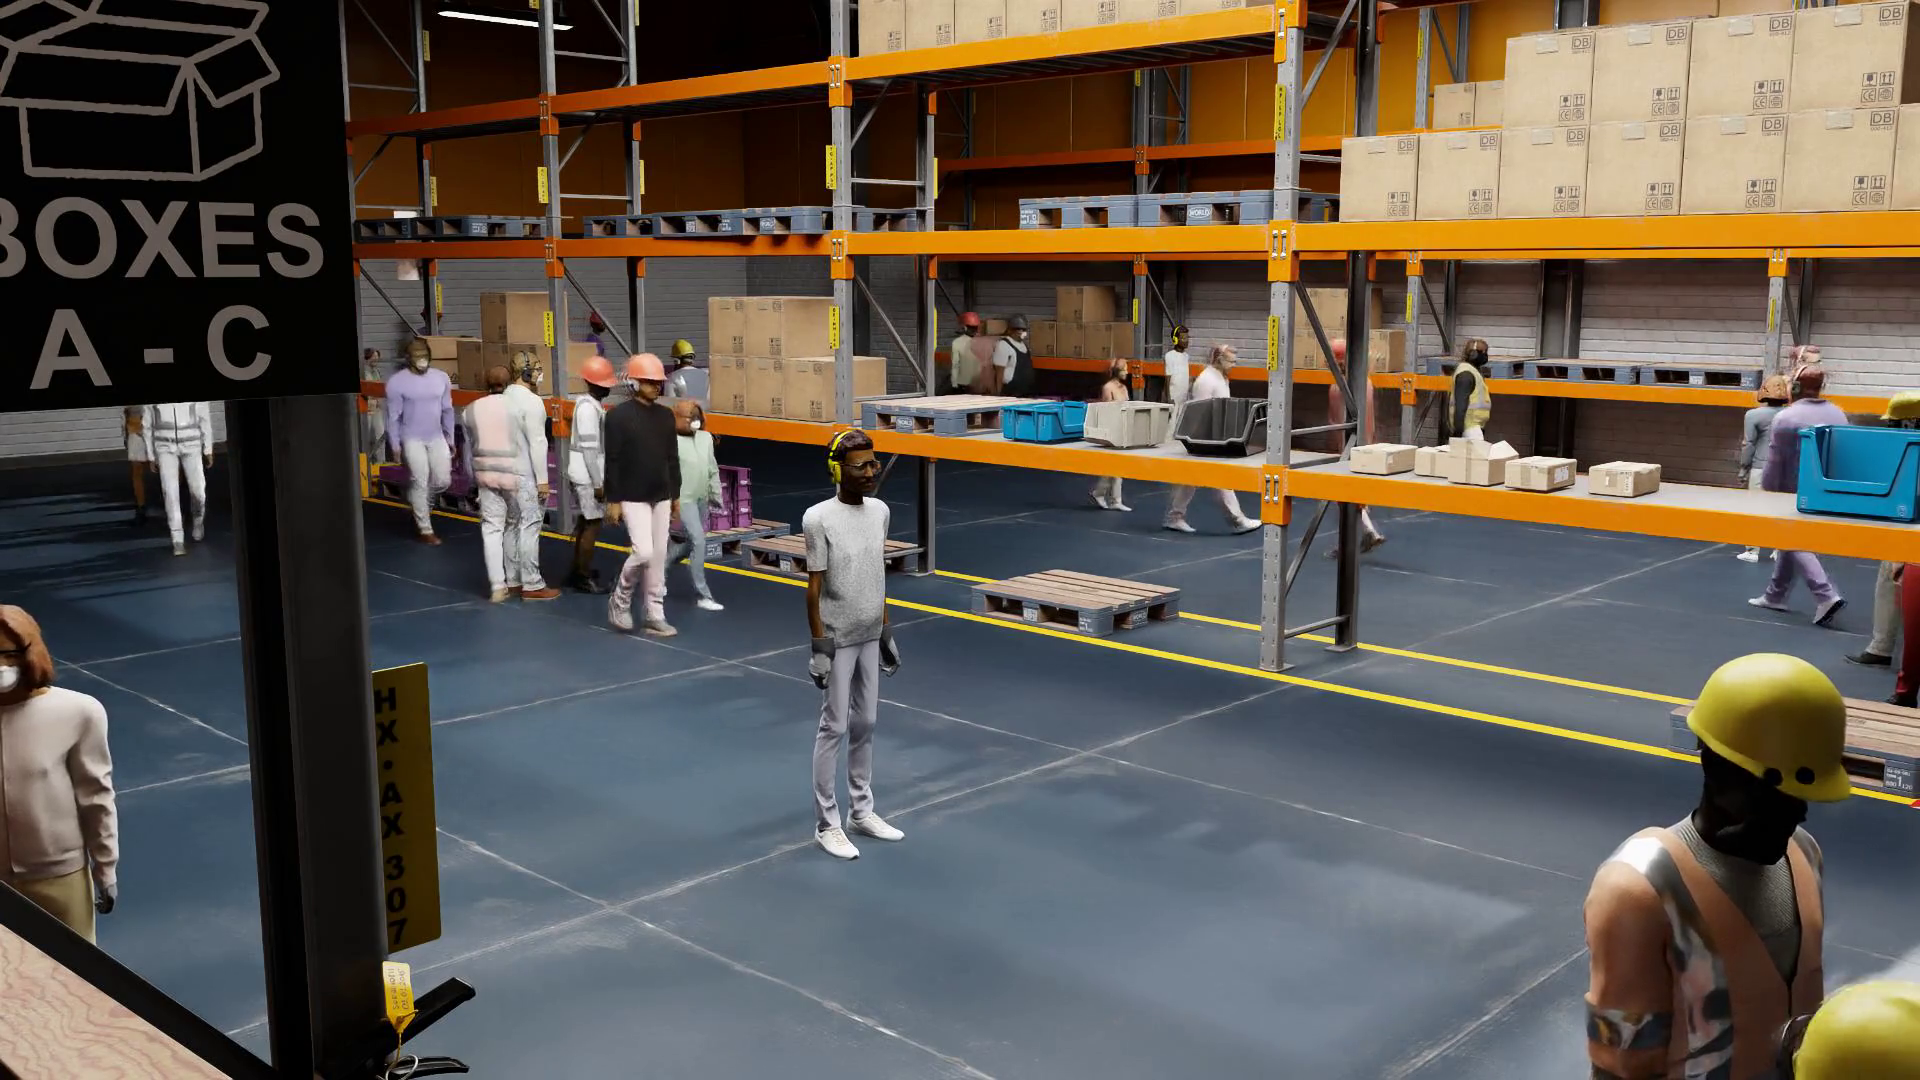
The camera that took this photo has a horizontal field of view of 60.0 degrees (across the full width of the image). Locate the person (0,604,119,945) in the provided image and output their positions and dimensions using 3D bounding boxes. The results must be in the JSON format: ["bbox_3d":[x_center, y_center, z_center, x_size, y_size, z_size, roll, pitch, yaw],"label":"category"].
[{"bbox_3d":[-2.695,0.978,4.793,0.497,1.625,0.280,-3,10,-20],"label":"person"}]

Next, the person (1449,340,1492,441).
[{"bbox_3d":[5.539,-1.215,17.680,0.849,1.804,0.655,4,10,23],"label":"person"}]

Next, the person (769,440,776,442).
[{"bbox_3d":[-2.475,-2.395,24.576,1.017,1.911,0.608,2,9,11],"label":"person"}]

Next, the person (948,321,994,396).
[{"bbox_3d":[0.084,-2.166,23.326,0.895,1.874,0.648,6,11,35],"label":"person"}]

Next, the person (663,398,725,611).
[{"bbox_3d":[-2.087,-0.284,12.582,0.698,1.604,0.508,6,11,31],"label":"person"}]

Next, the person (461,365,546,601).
[{"bbox_3d":[-3.521,-0.455,12.987,0.645,1.816,0.721,1,9,7],"label":"person"}]

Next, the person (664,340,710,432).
[{"bbox_3d":[-2.866,-1.175,17.385,0.403,1.823,0.594,7,12,38],"label":"person"}]

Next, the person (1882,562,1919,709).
[{"bbox_3d":[5.499,0.159,9.386,0.328,1.765,0.528,-4,10,-22],"label":"person"}]

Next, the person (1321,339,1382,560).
[{"bbox_3d":[3.371,-0.775,14.519,0.643,1.956,0.449,-9,13,-42],"label":"person"}]

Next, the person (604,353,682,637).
[{"bbox_3d":[-2.178,-0.304,11.543,0.440,1.983,0.639,7,12,37],"label":"person"}]

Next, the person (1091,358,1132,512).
[{"bbox_3d":[1.646,-1.098,17.485,0.356,1.624,0.541,5,10,26],"label":"person"}]

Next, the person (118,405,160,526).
[{"bbox_3d":[-8.170,-1.116,16.780,0.546,1.910,0.721,-1,9,-7],"label":"person"}]

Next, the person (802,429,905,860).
[{"bbox_3d":[-0.462,0.448,7.306,0.328,1.867,0.514,7,12,38],"label":"person"}]

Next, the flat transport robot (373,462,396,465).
[{"bbox_3d":[-6.467,-0.828,20.001,1.431,0.197,0.652,-4,10,-22],"label":"flat transport robot"}]

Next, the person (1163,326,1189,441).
[{"bbox_3d":[2.669,-1.683,20.350,0.335,1.873,0.521,7,12,37],"label":"person"}]

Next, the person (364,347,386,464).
[{"bbox_3d":[-7.308,-1.559,20.366,0.655,1.610,0.525,2,10,13],"label":"person"}]

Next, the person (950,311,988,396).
[{"bbox_3d":[0.071,-2.197,23.169,0.642,1.976,0.628,-9,13,-43],"label":"person"}]

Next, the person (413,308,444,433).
[{"bbox_3d":[-7.794,-2.469,24.644,0.614,2.040,0.390,6,11,34],"label":"person"}]

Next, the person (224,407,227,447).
[{"bbox_3d":[-7.164,-1.110,16.915,0.594,1.857,0.857,-4,10,-22],"label":"person"}]

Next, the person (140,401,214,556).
[{"bbox_3d":[-7.070,-0.819,15.051,0.588,1.870,0.730,-4,10,-22],"label":"person"}]

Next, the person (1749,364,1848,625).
[{"bbox_3d":[6.166,-0.344,12.137,0.651,1.879,0.892,-3,10,-20],"label":"person"}]

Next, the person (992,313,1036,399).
[{"bbox_3d":[0.644,-2.045,22.052,0.961,2.000,0.676,5,10,26],"label":"person"}]

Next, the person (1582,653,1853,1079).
[{"bbox_3d":[1.332,1.130,2.965,0.588,1.916,0.392,-6,11,-34],"label":"person"}]

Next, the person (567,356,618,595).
[{"bbox_3d":[-2.911,-0.512,13.134,0.501,1.889,0.689,-1,9,-9],"label":"person"}]

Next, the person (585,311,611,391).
[{"bbox_3d":[-5.485,-2.524,25.388,0.733,1.912,0.555,0,9,3],"label":"person"}]

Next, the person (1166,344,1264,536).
[{"bbox_3d":[2.450,-0.955,15.992,1.002,1.836,0.686,3,10,18],"label":"person"}]

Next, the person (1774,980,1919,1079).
[{"bbox_3d":[1.055,1.362,2.035,0.328,1.772,0.533,9,13,42],"label":"person"}]

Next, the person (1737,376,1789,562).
[{"bbox_3d":[7.060,-0.614,14.525,0.500,1.633,0.280,0,9,0],"label":"person"}]

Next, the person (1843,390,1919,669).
[{"bbox_3d":[6.072,-0.042,10.508,0.665,1.807,0.603,7,12,39],"label":"person"}]

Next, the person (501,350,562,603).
[{"bbox_3d":[-3.357,-0.491,12.836,0.354,1.937,0.635,-8,12,-41],"label":"person"}]

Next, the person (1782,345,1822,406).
[{"bbox_3d":[7.540,-0.838,15.113,0.667,1.884,0.594,-7,12,-39],"label":"person"}]

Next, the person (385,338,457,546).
[{"bbox_3d":[-5.020,-0.911,15.444,0.655,1.924,0.521,-9,13,-43],"label":"person"}]
